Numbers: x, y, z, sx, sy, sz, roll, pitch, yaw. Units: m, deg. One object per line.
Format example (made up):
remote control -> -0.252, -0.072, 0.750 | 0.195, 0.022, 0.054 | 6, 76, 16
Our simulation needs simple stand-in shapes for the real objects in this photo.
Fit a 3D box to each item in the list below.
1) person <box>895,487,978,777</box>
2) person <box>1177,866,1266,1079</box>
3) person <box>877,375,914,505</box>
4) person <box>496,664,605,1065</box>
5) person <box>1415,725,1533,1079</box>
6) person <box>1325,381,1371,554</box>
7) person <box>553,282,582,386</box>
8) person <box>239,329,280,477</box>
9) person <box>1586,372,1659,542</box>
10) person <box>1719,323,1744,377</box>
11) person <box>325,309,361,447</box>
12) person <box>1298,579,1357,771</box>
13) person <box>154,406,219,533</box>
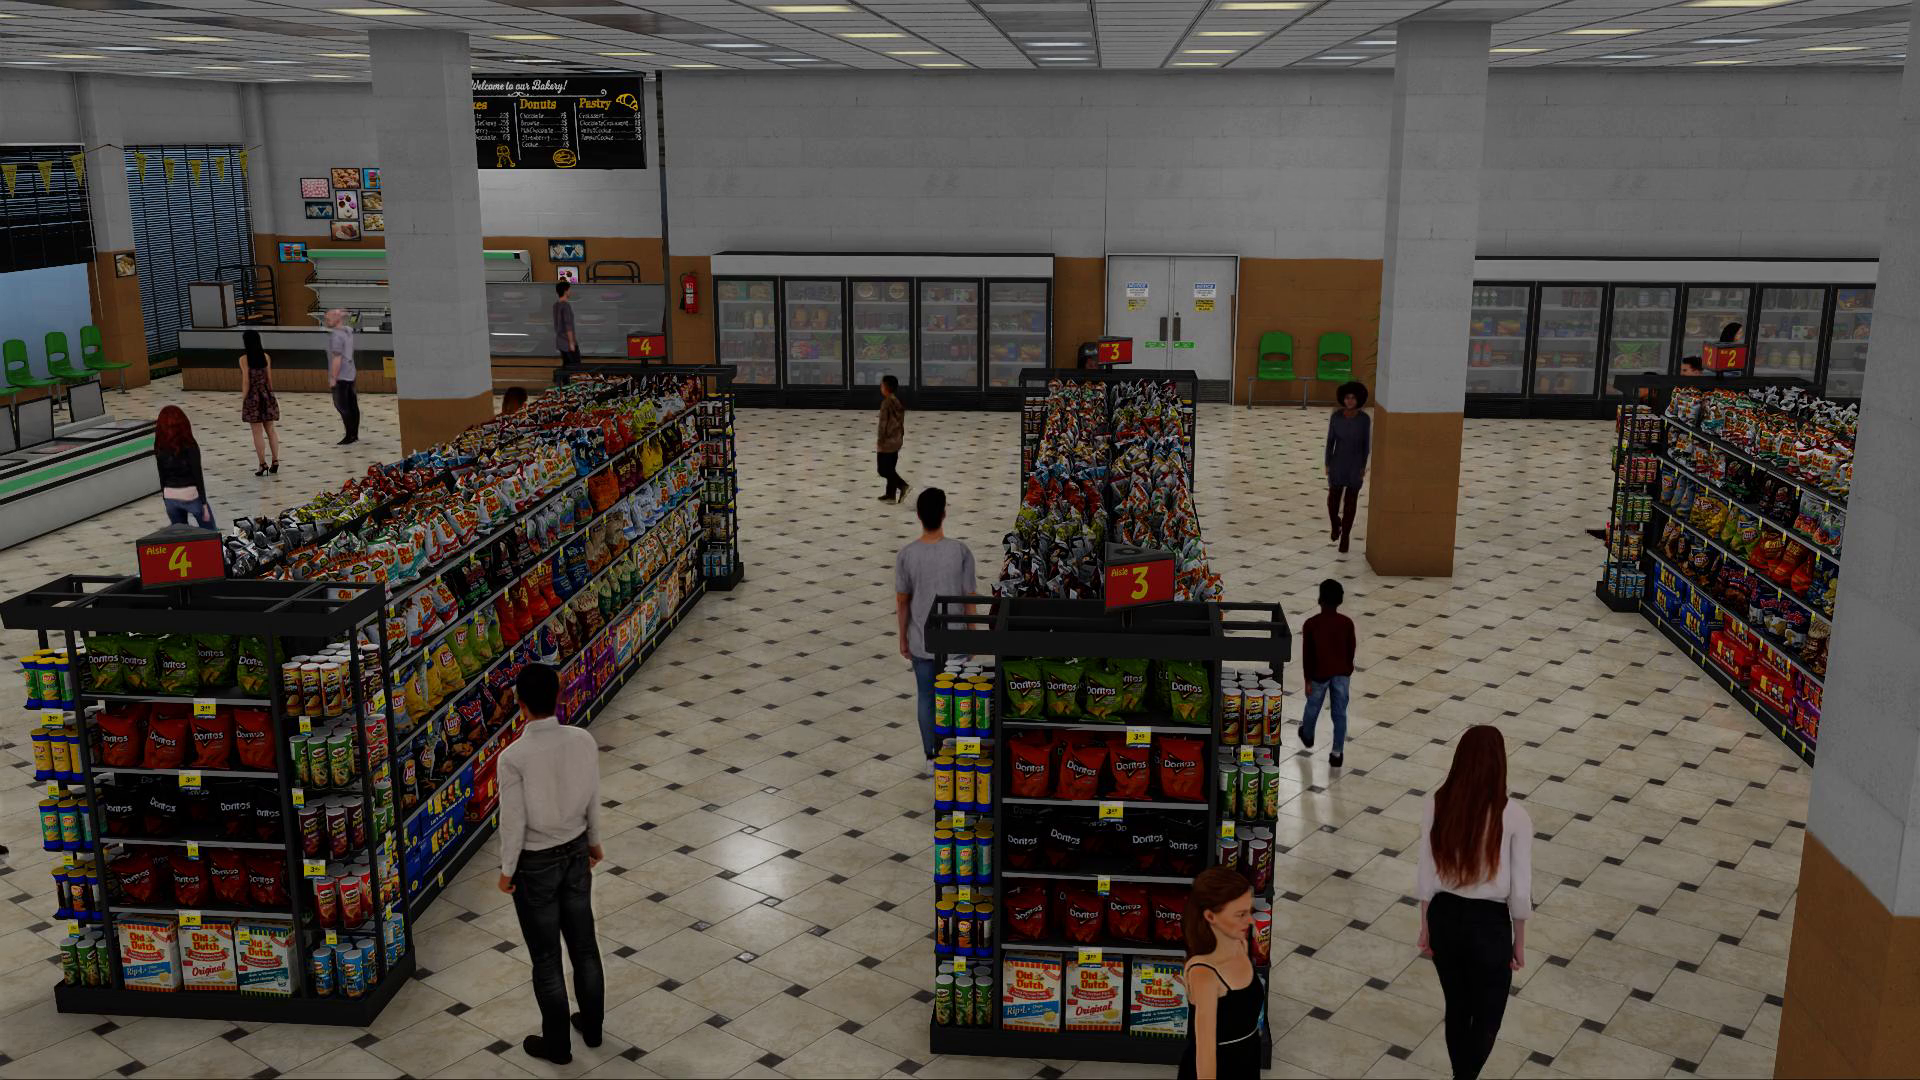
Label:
person -> -0.147, 0.627, 10.481 | 0.681, 1.875, 0.806 | 2, 14, 7
person -> 0.884, 1.894, 5.784 | 0.710, 1.626, 0.621 | 7, 15, 27
person -> -0.727, -1.092, 18.486 | 0.802, 1.442, 0.796 | 8, 16, 28
person -> -1.797, 1.425, 7.341 | 0.795, 1.804, 0.705 | 13, 19, 43
person -> 1.987, 1.637, 6.623 | 0.897, 1.731, 1.088 | 9, 16, 33
person -> 3.843, -0.730, 16.451 | 0.630, 1.698, 0.721 | 4, 14, 17
person -> -6.132, -3.056, 25.725 | 0.885, 1.847, 0.807 | -10, 17, -34
person -> -8.502, -1.664, 20.142 | 0.838, 1.773, 0.748 | 8, 16, 29
person -> 6.937, -0.767, 16.514 | 0.839, 1.740, 1.041 | 4, 14, 17
person -> 9.532, -1.845, 20.919 | 0.810, 1.759, 0.966 | 4, 14, 18
person -> -8.233, -2.203, 22.279 | 0.939, 1.814, 0.542 | 4, 14, 15
person -> 2.408, 0.889, 10.770 | 0.516, 1.229, 0.862 | 1, 14, 3
person -> -6.727, -0.265, 14.347 | 0.619, 1.786, 0.601 | 2, 14, 9
